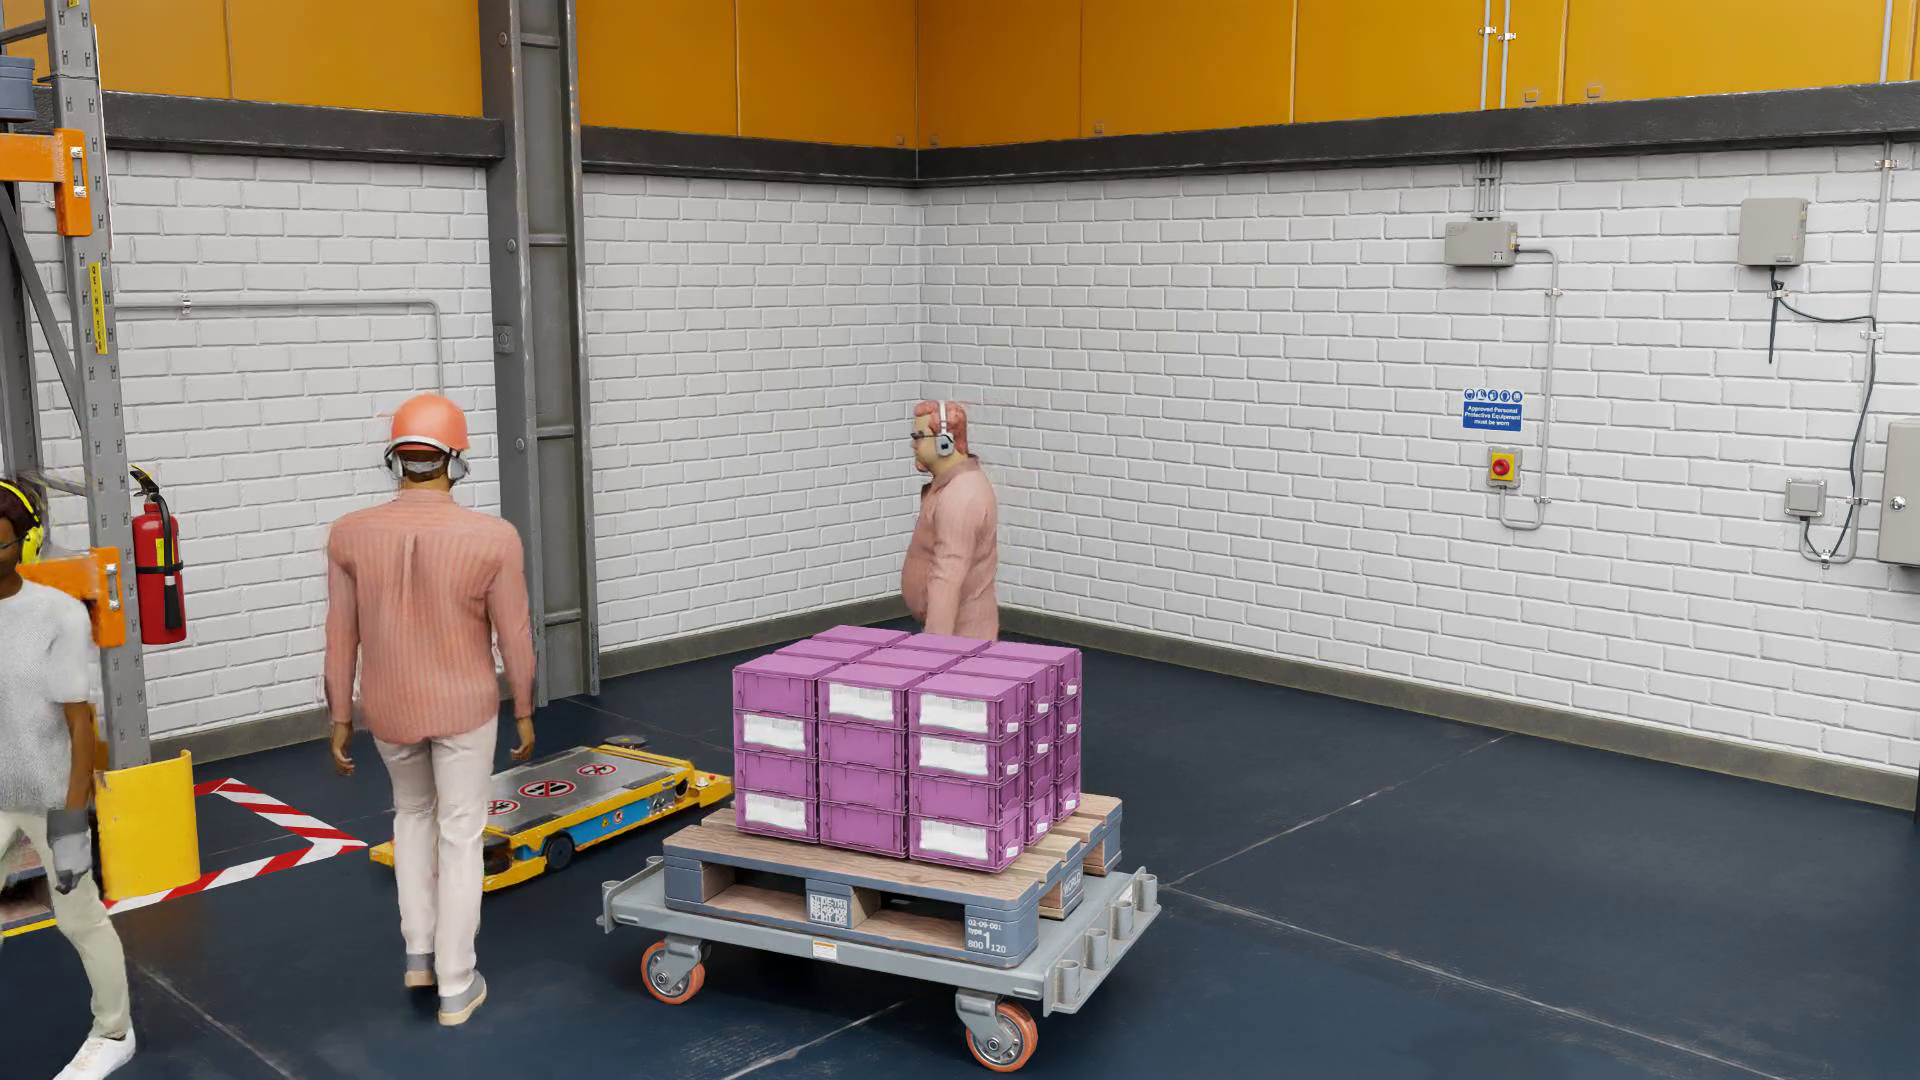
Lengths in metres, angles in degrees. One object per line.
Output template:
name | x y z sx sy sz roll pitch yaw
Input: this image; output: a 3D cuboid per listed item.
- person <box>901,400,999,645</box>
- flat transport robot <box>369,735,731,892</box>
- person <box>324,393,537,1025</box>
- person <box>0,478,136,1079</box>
person | -0.031 0.354 6.745 1.022 1.848 0.653 0 9 0
flat transport robot | -1.666 1.106 6.942 0.652 0.197 1.431 6 11 31
person | -1.651 0.525 5.286 0.635 1.973 0.556 0 9 1
person | -2.567 0.742 4.451 0.544 1.813 0.981 2 9 12
